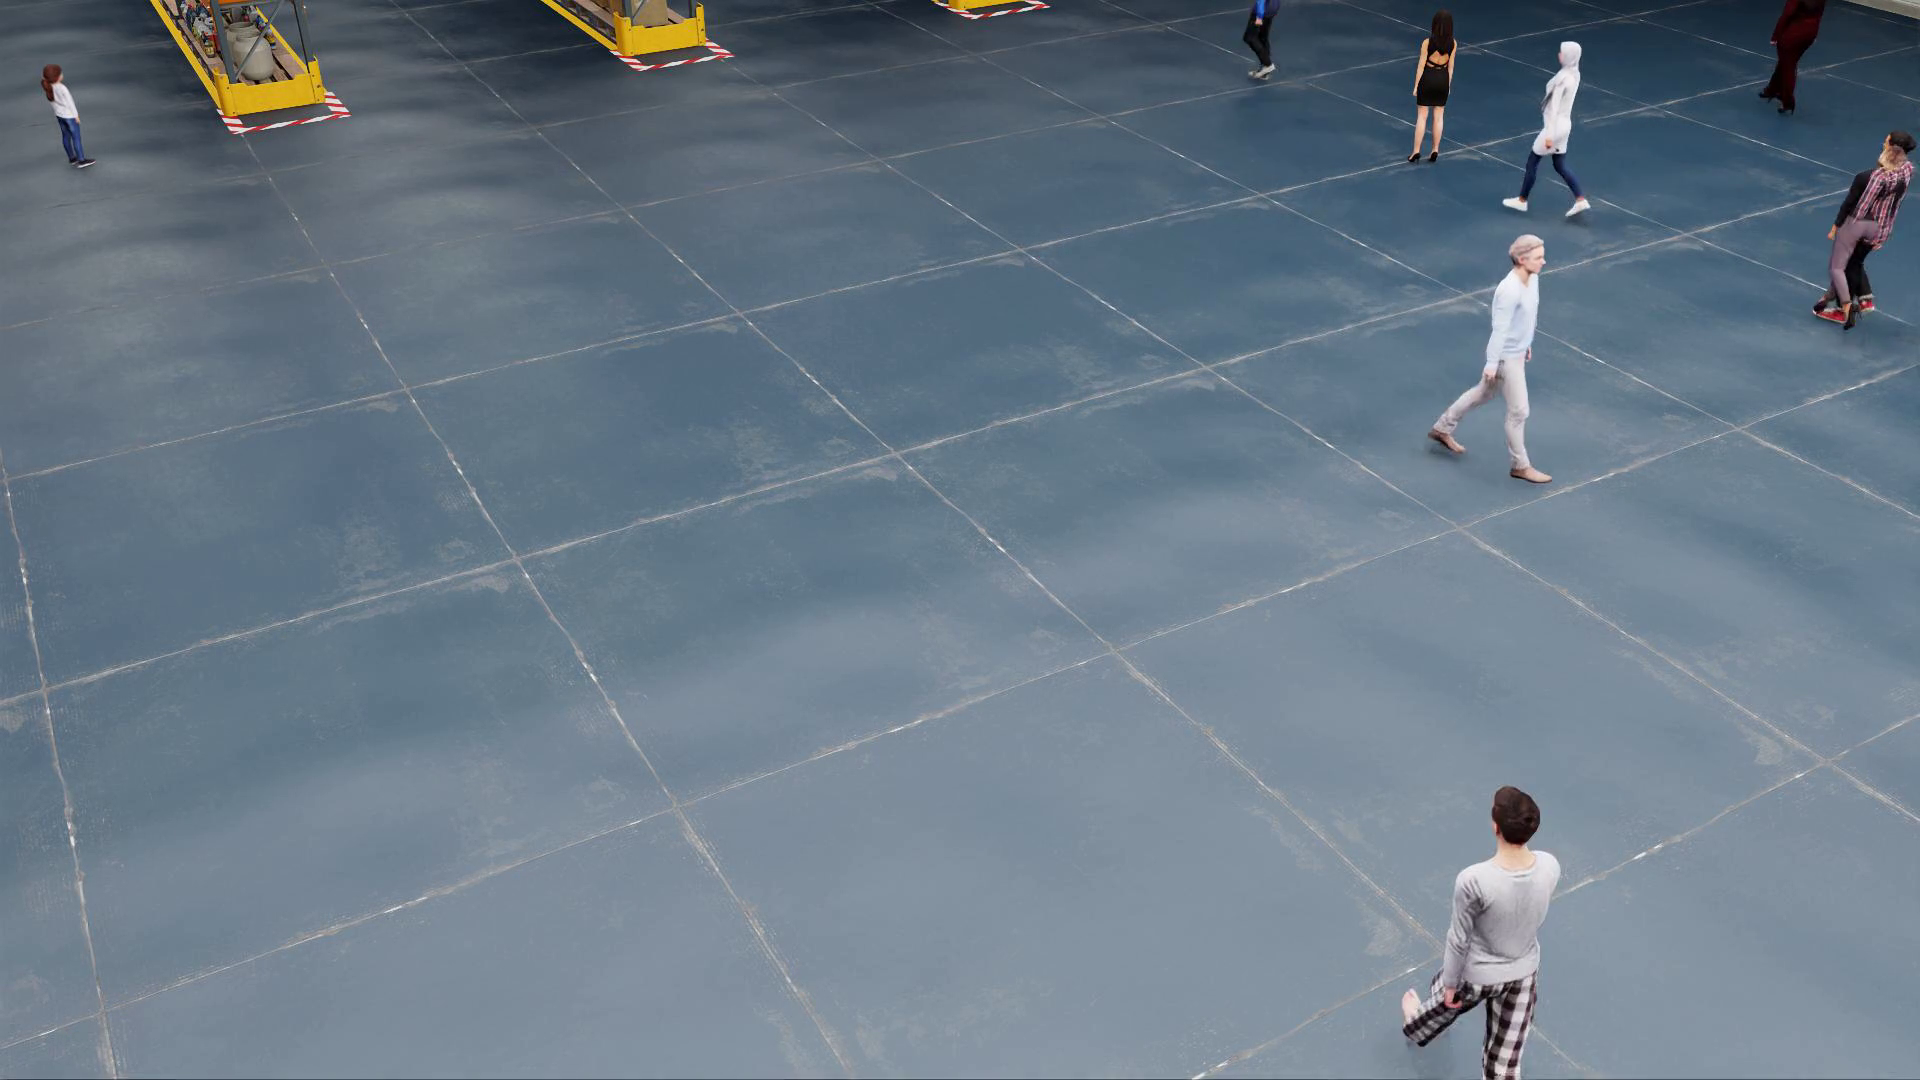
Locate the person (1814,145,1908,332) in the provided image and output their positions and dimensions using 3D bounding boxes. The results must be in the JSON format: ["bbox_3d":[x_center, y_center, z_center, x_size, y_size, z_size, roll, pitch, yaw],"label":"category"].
[{"bbox_3d":[7.787,-2.581,14.373,0.940,1.636,1.094,-2,32,-3],"label":"person"}]

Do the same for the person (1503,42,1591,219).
[{"bbox_3d":[6.031,-4.049,16.600,1.181,1.743,0.861,26,40,34],"label":"person"}]

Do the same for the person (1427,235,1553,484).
[{"bbox_3d":[3.934,-1.359,12.235,1.327,1.850,1.047,20,37,28],"label":"person"}]

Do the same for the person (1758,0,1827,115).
[{"bbox_3d":[9.835,-5.837,19.449,0.728,1.728,0.930,-13,34,-19],"label":"person"}]

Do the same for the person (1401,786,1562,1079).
[{"bbox_3d":[2.316,1.908,7.104,0.962,1.801,1.258,-3,32,-4],"label":"person"}]

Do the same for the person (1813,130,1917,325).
[{"bbox_3d":[7.942,-2.688,14.437,0.736,1.749,0.701,-20,37,-28],"label":"person"}]

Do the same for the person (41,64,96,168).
[{"bbox_3d":[-9.757,-4.647,18.141,0.520,1.110,0.591,14,35,21],"label":"person"}]

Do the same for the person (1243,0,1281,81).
[{"bbox_3d":[3.854,-6.537,20.547,0.805,1.741,0.771,18,36,26],"label":"person"}]

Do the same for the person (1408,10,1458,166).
[{"bbox_3d":[5.144,-4.906,18.049,0.625,1.647,0.641,0,32,-1],"label":"person"}]
